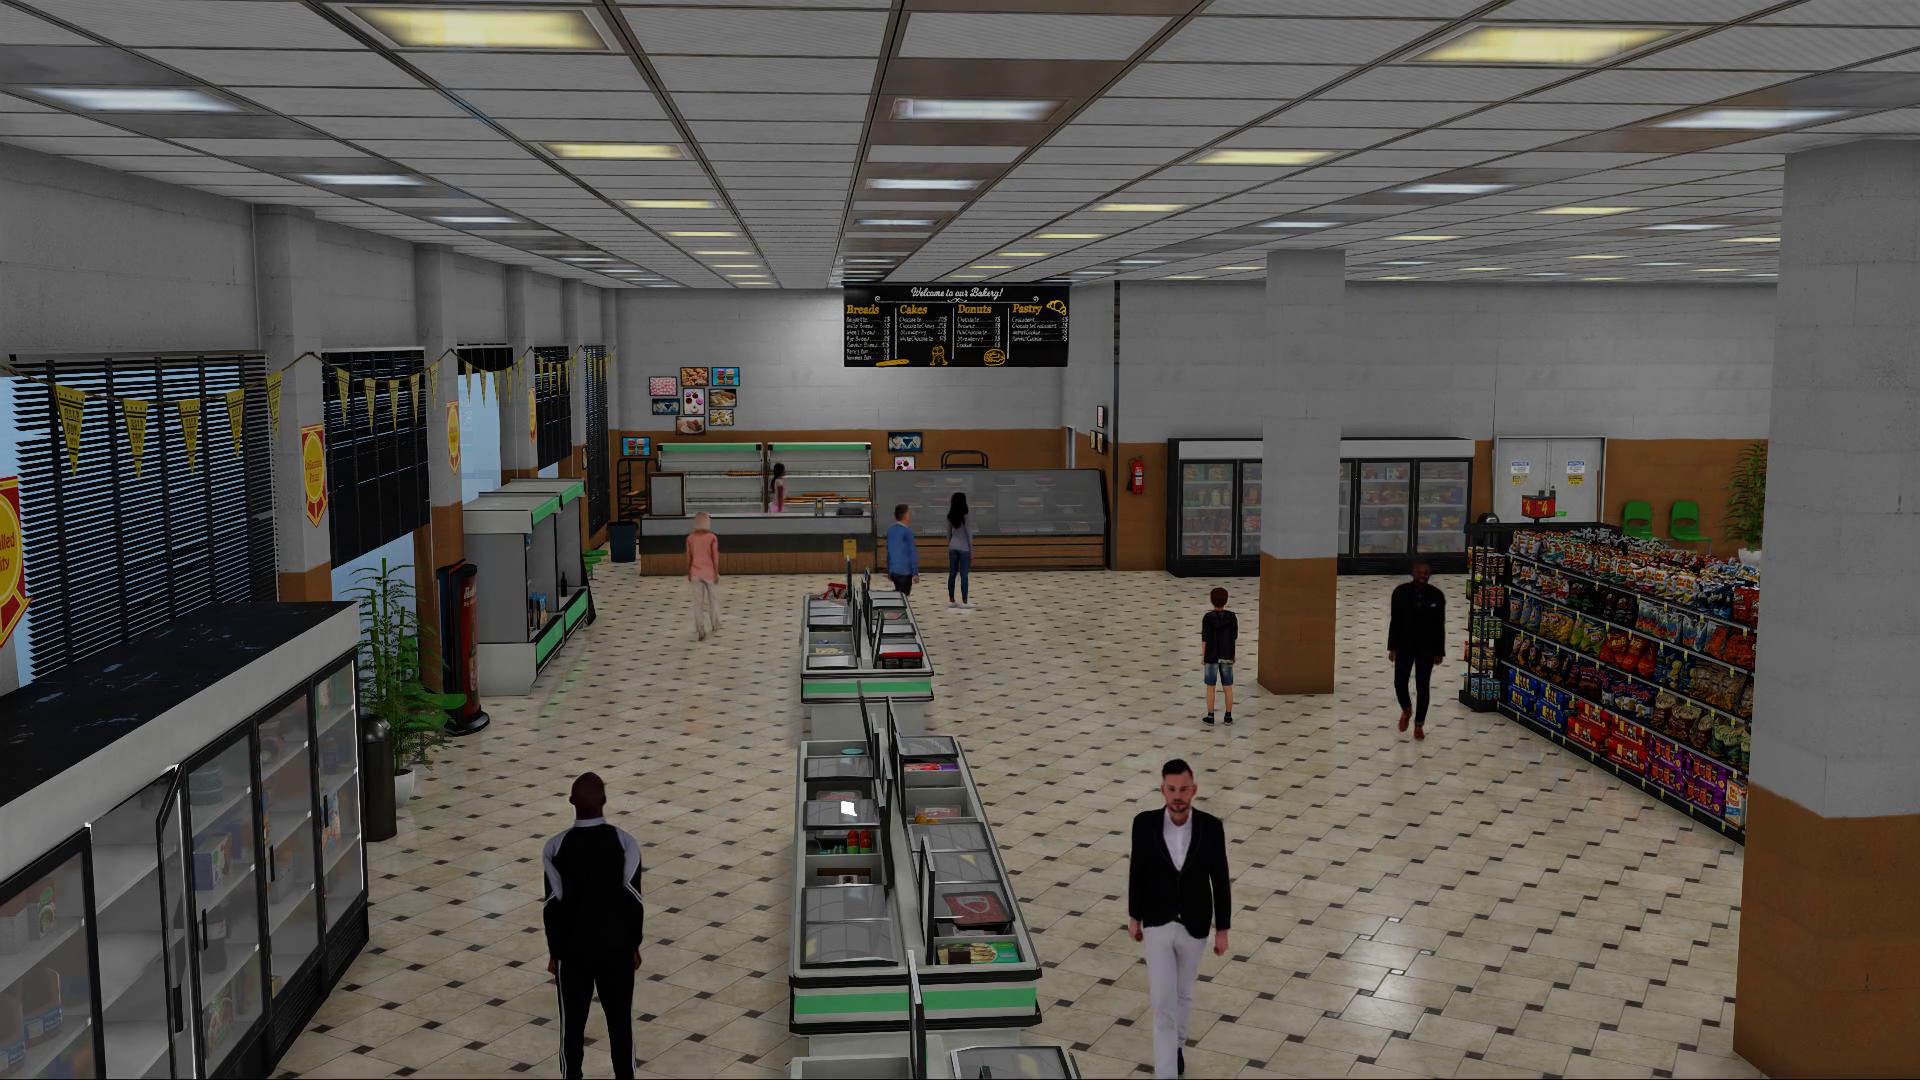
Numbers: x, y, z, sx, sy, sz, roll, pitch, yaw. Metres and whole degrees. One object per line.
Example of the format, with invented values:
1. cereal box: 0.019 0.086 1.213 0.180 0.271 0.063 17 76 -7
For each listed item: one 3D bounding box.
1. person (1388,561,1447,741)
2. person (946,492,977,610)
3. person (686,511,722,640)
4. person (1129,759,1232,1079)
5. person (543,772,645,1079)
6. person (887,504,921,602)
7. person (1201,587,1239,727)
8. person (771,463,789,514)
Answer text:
1. person: 4.596 1.096 16.755 0.837 1.805 0.847 2 7 17
2. person: -0.012 0.151 24.846 0.687 1.740 0.732 5 8 36
3. person: -3.456 0.486 22.266 0.719 1.694 1.027 1 7 4
4. person: 1.163 2.058 8.860 0.836 1.788 1.252 1 7 5
5. person: -1.881 2.076 8.546 0.666 1.828 0.566 -1 7 -10
6. person: -0.856 0.426 22.312 0.851 1.800 0.763 -5 8 -34
7. person: 2.694 1.206 17.335 0.539 1.446 0.508 0 7 -2
8. person: -3.425 -0.542 30.617 0.773 1.729 0.701 -4 8 -29
